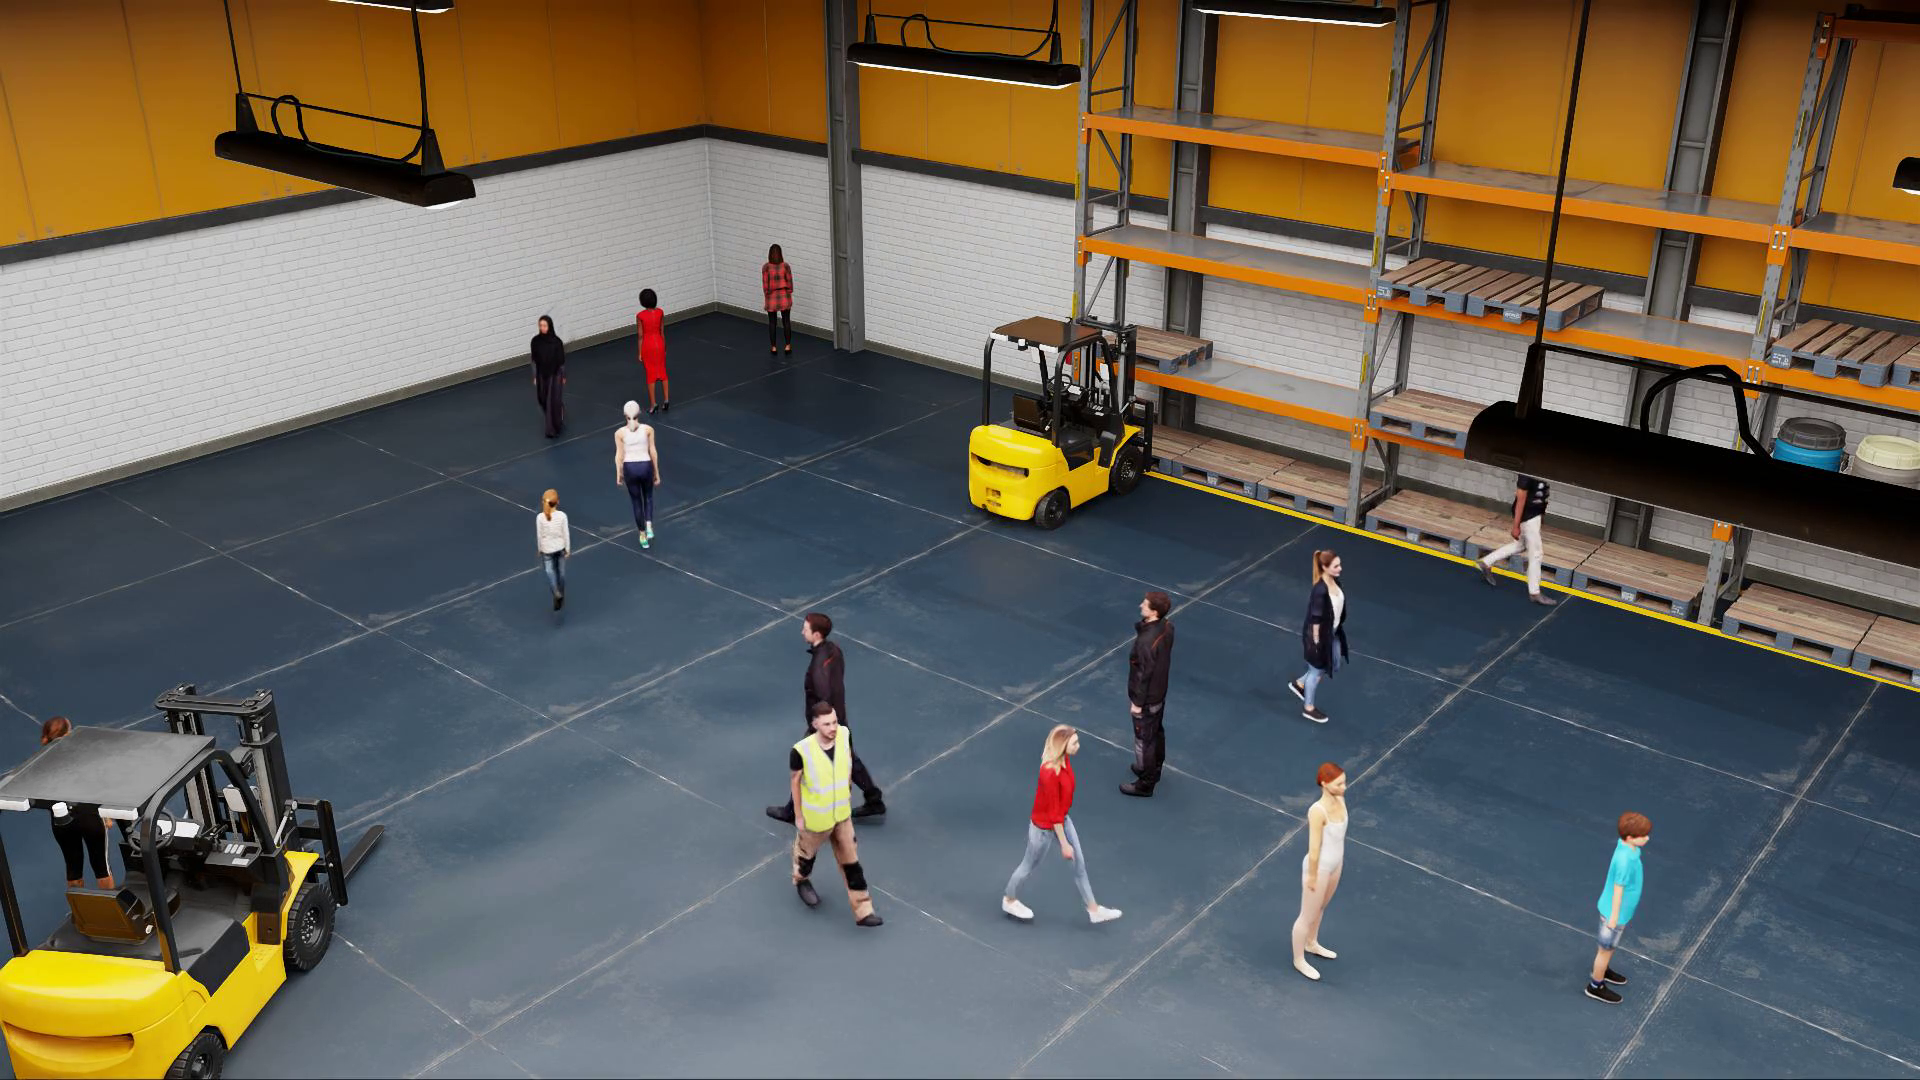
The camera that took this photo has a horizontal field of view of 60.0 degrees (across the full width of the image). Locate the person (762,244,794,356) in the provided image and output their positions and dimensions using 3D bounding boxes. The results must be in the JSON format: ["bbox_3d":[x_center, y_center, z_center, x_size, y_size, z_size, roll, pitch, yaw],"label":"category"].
[{"bbox_3d":[-2.755,-3.651,25.213,0.691,1.704,0.756,-1,24,-3],"label":"person"}]

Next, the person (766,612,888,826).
[{"bbox_3d":[-0.984,1.469,13.295,1.319,1.868,1.069,5,24,11],"label":"person"}]

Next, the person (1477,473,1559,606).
[{"bbox_3d":[5.839,-0.238,17.318,1.163,1.773,0.677,19,30,37],"label":"person"}]

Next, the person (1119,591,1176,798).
[{"bbox_3d":[1.578,1.258,13.815,0.681,1.837,0.774,10,25,21],"label":"person"}]

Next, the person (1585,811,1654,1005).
[{"bbox_3d":[4.524,2.496,11.468,0.553,1.449,0.581,11,26,24],"label":"person"}]

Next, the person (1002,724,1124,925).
[{"bbox_3d":[0.584,2.103,12.115,1.208,1.651,0.877,9,25,21],"label":"person"}]

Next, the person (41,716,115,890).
[{"bbox_3d":[-6.491,2.042,12.233,0.628,1.668,0.711,0,24,0],"label":"person"}]

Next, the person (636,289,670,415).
[{"bbox_3d":[-4.185,-2.575,22.698,0.610,1.747,0.563,-17,29,-34],"label":"person"}]

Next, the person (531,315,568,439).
[{"bbox_3d":[-5.406,-2.195,22.017,1.044,1.595,1.013,2,24,5],"label":"person"}]

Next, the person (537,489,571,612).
[{"bbox_3d":[-4.169,0.126,17.069,0.696,1.305,0.821,-7,25,-16],"label":"person"}]

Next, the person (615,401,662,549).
[{"bbox_3d":[-3.559,-0.697,18.468,0.731,1.694,0.756,-7,25,-16],"label":"person"}]

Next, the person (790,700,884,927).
[{"bbox_3d":[-1.035,1.968,12.251,0.922,1.789,1.235,-15,28,-31],"label":"person"}]

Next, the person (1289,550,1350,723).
[{"bbox_3d":[3.178,0.842,14.972,0.753,1.674,0.662,16,28,32],"label":"person"}]

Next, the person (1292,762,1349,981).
[{"bbox_3d":[2.540,2.287,11.703,0.477,1.643,0.546,17,29,34],"label":"person"}]
